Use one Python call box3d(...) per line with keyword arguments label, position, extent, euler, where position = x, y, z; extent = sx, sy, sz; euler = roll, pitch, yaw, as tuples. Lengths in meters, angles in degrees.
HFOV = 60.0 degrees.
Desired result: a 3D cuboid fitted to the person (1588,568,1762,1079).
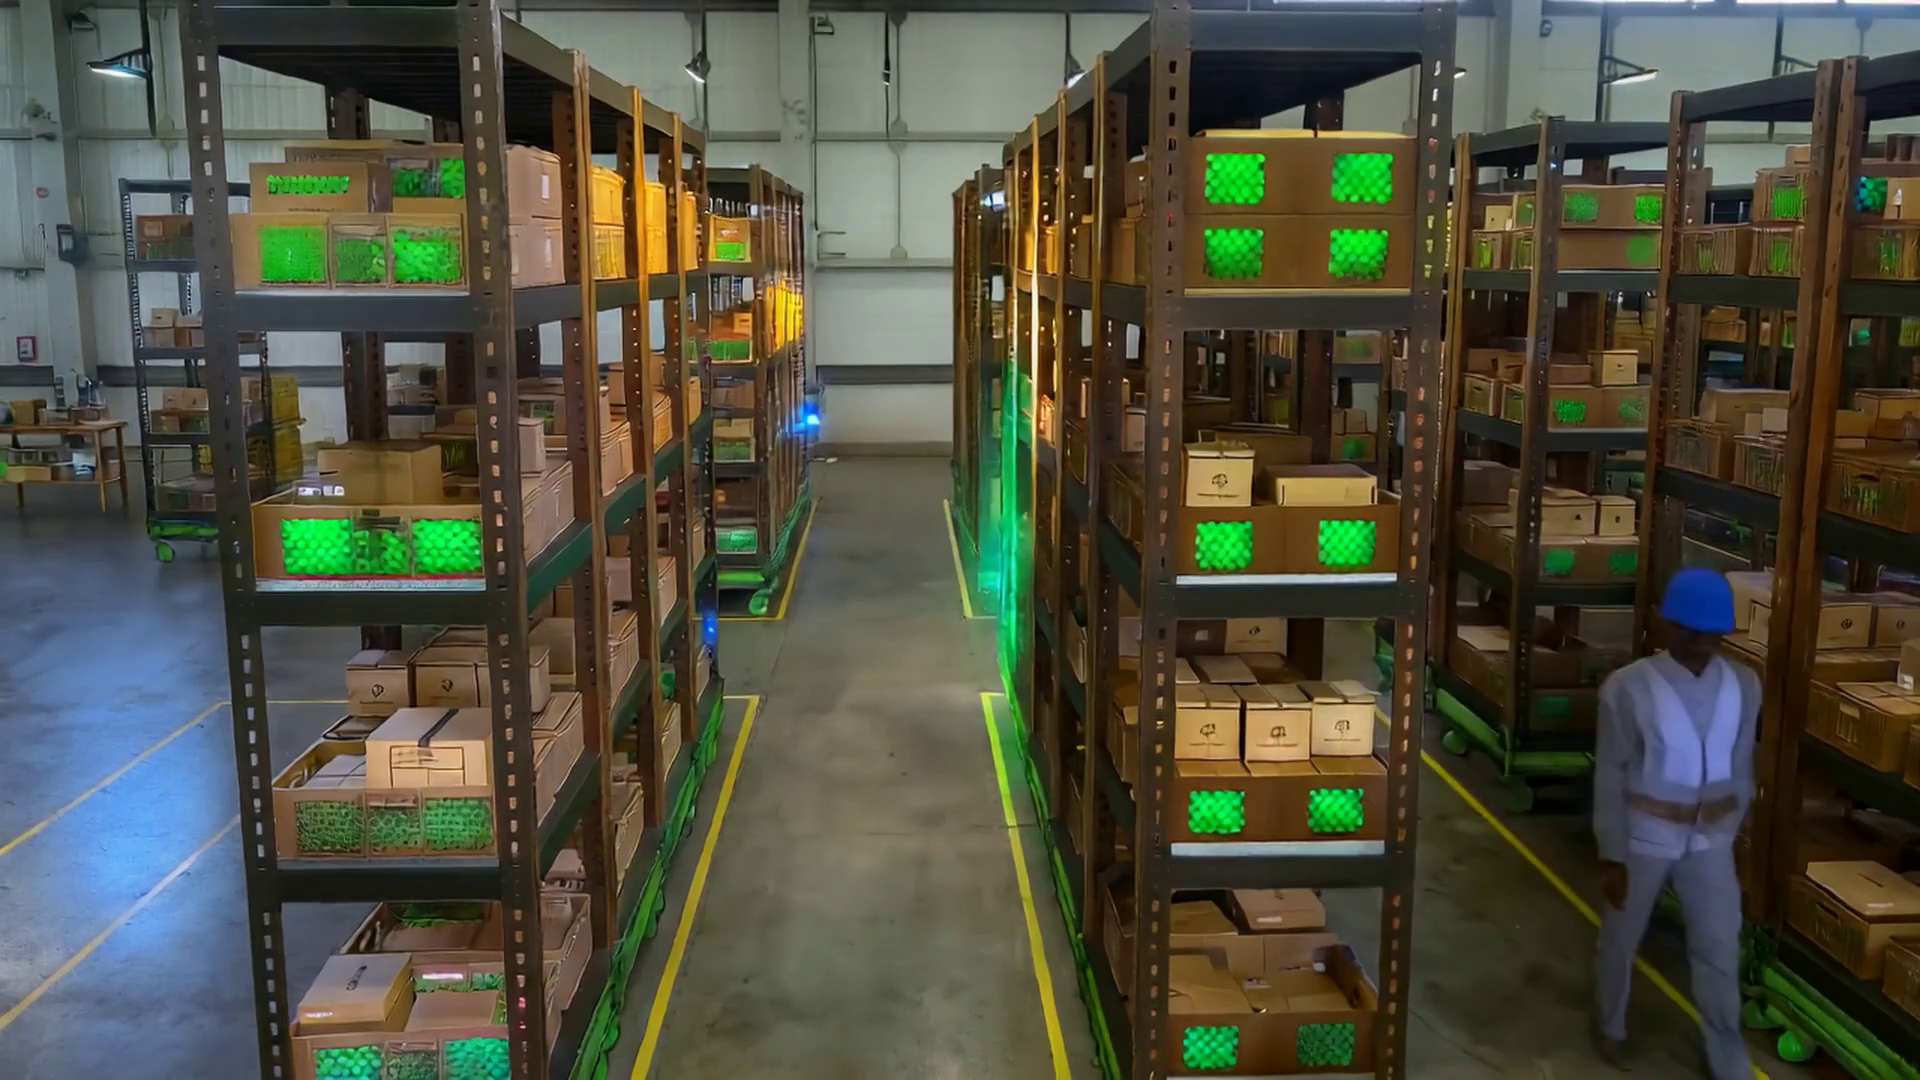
box3d(label="person", position=(2.451, 1.045, 5.617), extent=(0.641, 1.900, 0.952), euler=(-1, 10, -6))
